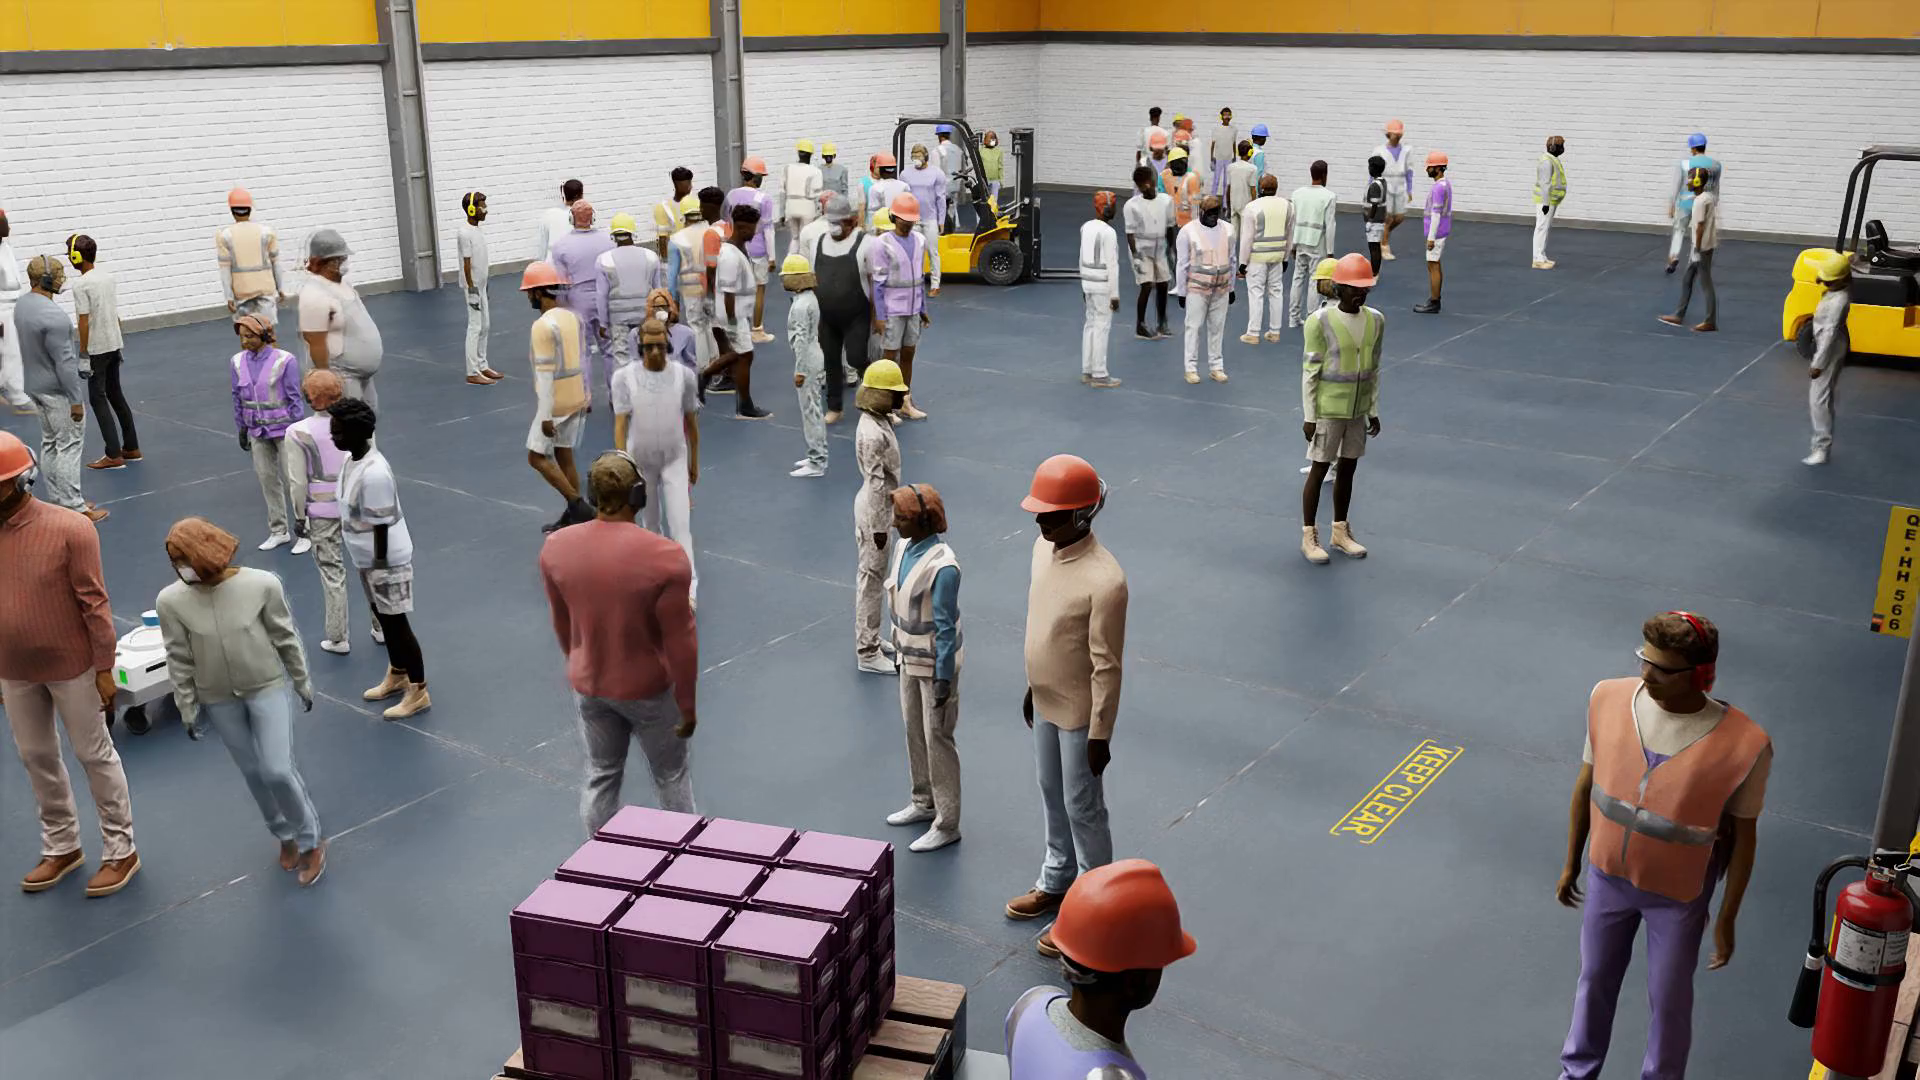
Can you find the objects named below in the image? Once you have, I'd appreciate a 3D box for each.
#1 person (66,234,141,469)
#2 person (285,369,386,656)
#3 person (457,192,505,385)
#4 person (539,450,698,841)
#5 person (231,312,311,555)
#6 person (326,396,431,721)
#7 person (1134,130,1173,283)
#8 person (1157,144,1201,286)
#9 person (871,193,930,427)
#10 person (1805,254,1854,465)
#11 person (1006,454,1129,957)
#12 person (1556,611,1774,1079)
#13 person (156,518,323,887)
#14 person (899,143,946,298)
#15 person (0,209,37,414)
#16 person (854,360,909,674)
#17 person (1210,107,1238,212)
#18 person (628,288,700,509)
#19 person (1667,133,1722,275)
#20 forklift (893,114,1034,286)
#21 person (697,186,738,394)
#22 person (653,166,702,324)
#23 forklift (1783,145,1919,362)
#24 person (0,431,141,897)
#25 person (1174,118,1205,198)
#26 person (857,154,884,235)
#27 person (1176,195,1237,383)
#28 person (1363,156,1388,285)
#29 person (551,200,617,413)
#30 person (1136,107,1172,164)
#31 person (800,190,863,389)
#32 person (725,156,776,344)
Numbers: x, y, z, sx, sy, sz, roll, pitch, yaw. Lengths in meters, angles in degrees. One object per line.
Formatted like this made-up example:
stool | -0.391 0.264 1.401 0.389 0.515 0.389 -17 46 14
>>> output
person | -6.849 -1.495 13.243 0.333 1.854 0.525 1 18 4
person | -3.508 -0.156 9.397 0.523 1.636 0.311 -15 23 -39
person | -4.704 -2.451 16.223 0.320 1.860 0.519 1 18 3
person | -1.319 0.578 6.634 0.639 1.931 0.427 4 18 12
person | -4.614 -0.716 11.160 0.524 1.631 0.324 4 18 14
person | -3.003 0.086 8.565 0.324 1.689 0.536 -12 22 -34
person | 2.627 -4.399 22.051 0.635 2.018 0.586 -2 18 -5
person | 2.786 -4.092 21.275 0.605 1.909 0.400 -5 18 -16
person | -0.489 -2.017 14.581 0.611 2.031 0.405 -17 24 -42
person | 6.994 -1.482 13.445 0.301 1.703 0.649 8 20 24
person | 0.407 0.630 6.384 0.399 1.988 0.616 -8 19 -22
person | 2.172 1.078 5.212 0.392 1.839 0.563 -17 24 -42
person | -2.967 0.677 6.849 0.540 1.591 0.549 -4 18 -13
person | -0.482 -4.050 21.115 0.635 1.928 0.383 6 19 17
person | -8.565 -2.041 14.912 0.448 1.873 0.609 -2 18 -5
person | -0.435 -0.136 9.167 0.317 1.741 0.492 -1 18 -2
person | 4.721 -6.789 29.769 0.511 1.872 0.328 -4 18 -11
person | -2.142 -1.014 12.086 0.498 1.634 0.279 -5 18 -16
person | 10.072 -4.590 22.808 0.598 1.925 0.545 7 19 22
forklift | -0.171 -4.594 22.377 2.313 2.155 1.214 1 18 3
person | -2.297 -2.375 15.828 0.370 1.958 0.608 3 18 8
person | -2.939 -2.983 17.737 0.637 1.947 0.602 -14 22 -36
forklift | 9.803 -2.879 17.013 2.313 2.155 1.214 12 21 33
person | -3.744 0.507 6.776 0.627 1.980 0.408 1 18 4
person | 3.722 -5.907 27.038 0.644 1.850 0.611 -10 20 -28
person | -1.055 -3.863 20.669 0.401 1.837 0.564 14 22 37
person | 2.409 -2.447 16.259 0.635 1.831 0.429 -6 19 -19
person | 5.491 -4.232 22.055 0.319 1.694 0.532 7 19 22
person | -3.368 -2.112 15.079 0.642 1.910 0.401 -9 20 -27
person | 3.324 -6.420 28.480 0.625 1.946 0.659 4 18 12
person | -1.229 -2.403 16.014 0.649 1.900 0.397 -4 18 -13
person | -2.247 -3.151 18.142 0.618 2.028 0.409 11 21 31
